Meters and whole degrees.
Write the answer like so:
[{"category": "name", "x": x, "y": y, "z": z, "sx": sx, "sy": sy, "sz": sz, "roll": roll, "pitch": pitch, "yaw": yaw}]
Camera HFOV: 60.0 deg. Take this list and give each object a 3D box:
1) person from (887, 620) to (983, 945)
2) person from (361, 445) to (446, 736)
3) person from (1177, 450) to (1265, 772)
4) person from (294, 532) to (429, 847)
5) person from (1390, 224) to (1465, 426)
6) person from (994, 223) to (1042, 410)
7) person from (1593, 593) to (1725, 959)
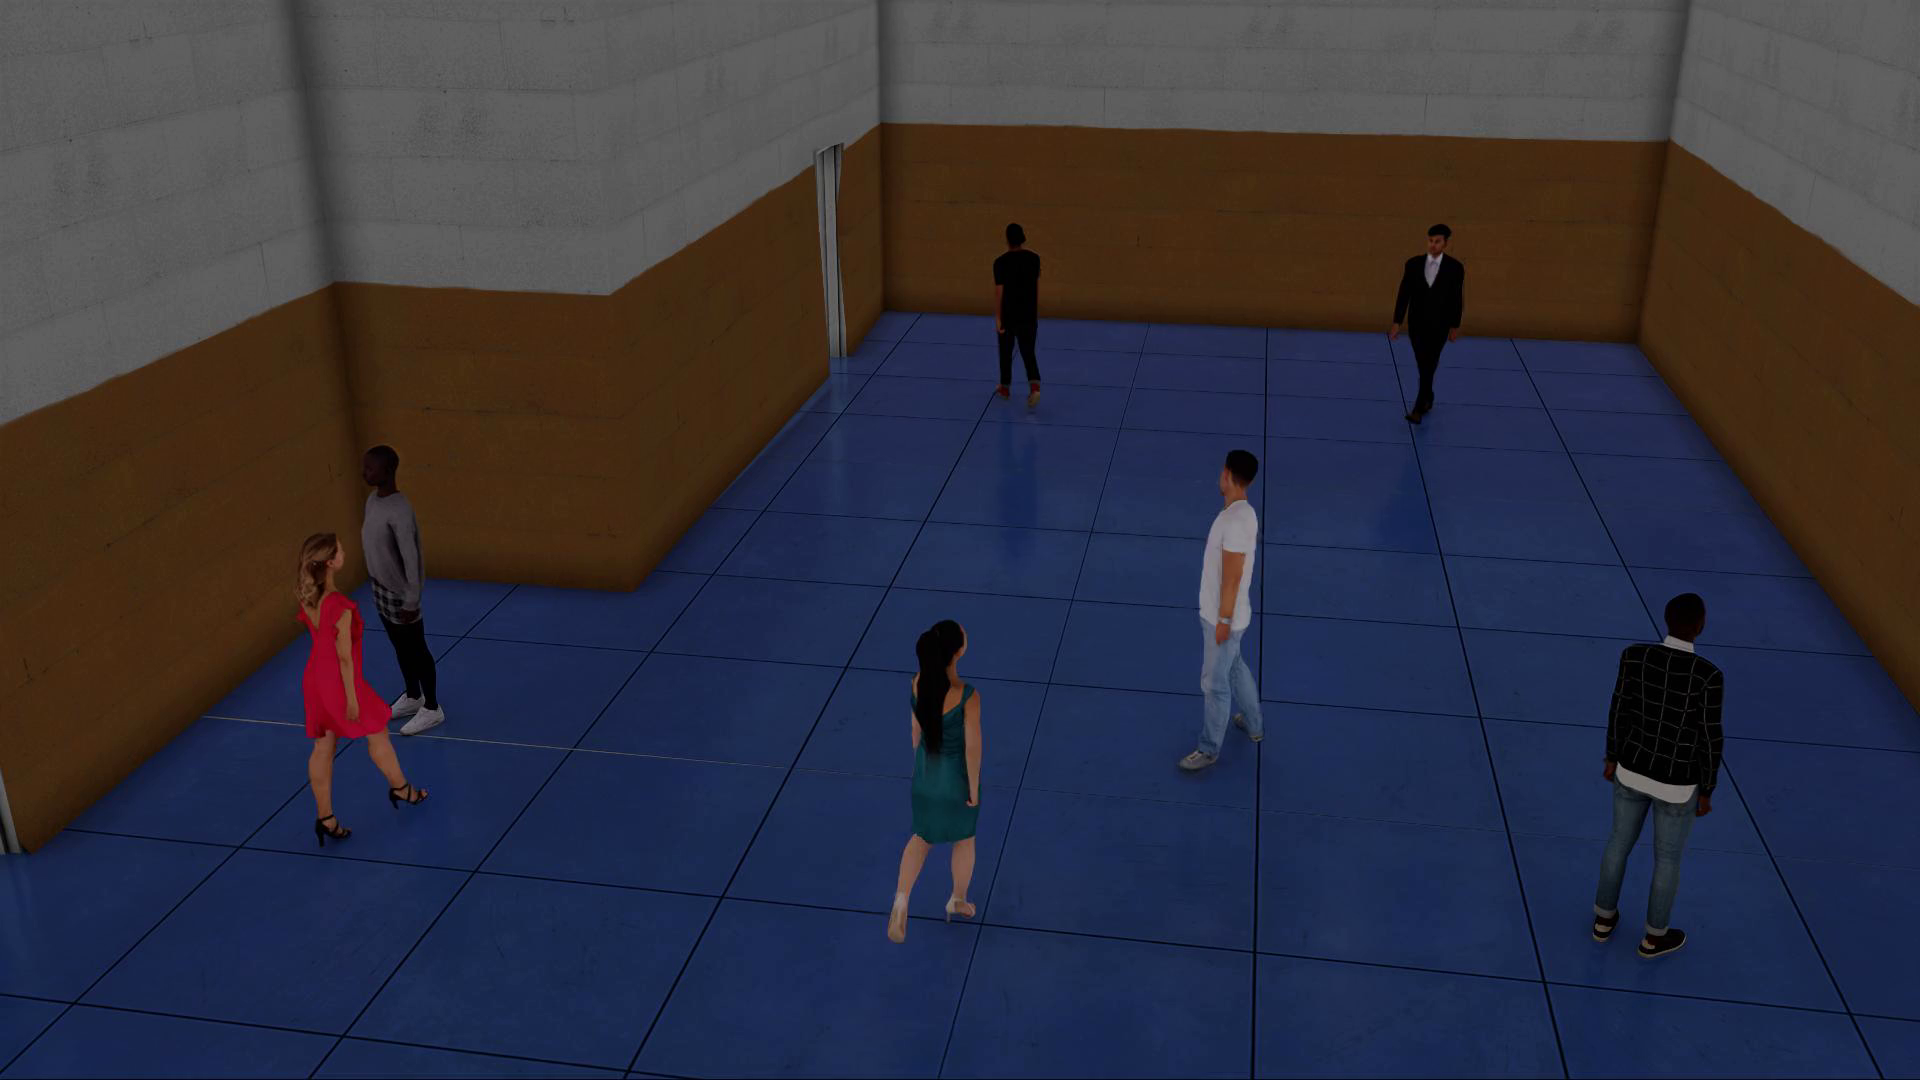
[{"category": "person", "x": -0.119, "y": 1.176, "z": 7.773, "sx": 0.902, "sy": 1.644, "sz": 0.793, "roll": 12, "pitch": 25, "yaw": 27}, {"category": "person", "x": -3.305, "y": 0.285, "z": 9.821, "sx": 0.751, "sy": 1.771, "sz": 0.659, "roll": -19, "pitch": 29, "yaw": -39}, {"category": "person", "x": 1.499, "y": 0.421, "z": 9.398, "sx": 0.705, "sy": 1.834, "sz": 0.852, "roll": 0, "pitch": 22, "yaw": -1}, {"category": "person", "x": -3.314, "y": 0.801, "z": 8.625, "sx": 0.915, "sy": 1.704, "sz": 0.887, "roll": 16, "pitch": 27, "yaw": 34}, {"category": "person", "x": 4.396, "y": -2.018, "z": 15.469, "sx": 1.205, "sy": 1.833, "sz": 1.088, "roll": 15, "pitch": 26, "yaw": 33}, {"category": "person", "x": 0.582, "y": -2.108, "z": 15.827, "sx": 1.121, "sy": 1.732, "sz": 0.983, "roll": -5, "pitch": 22, "yaw": -13}, {"category": "person", "x": 3.245, "y": 1.090, "z": 7.752, "sx": 0.689, "sy": 1.820, "sz": 0.807, "roll": 19, "pitch": 29, "yaw": 39}]
